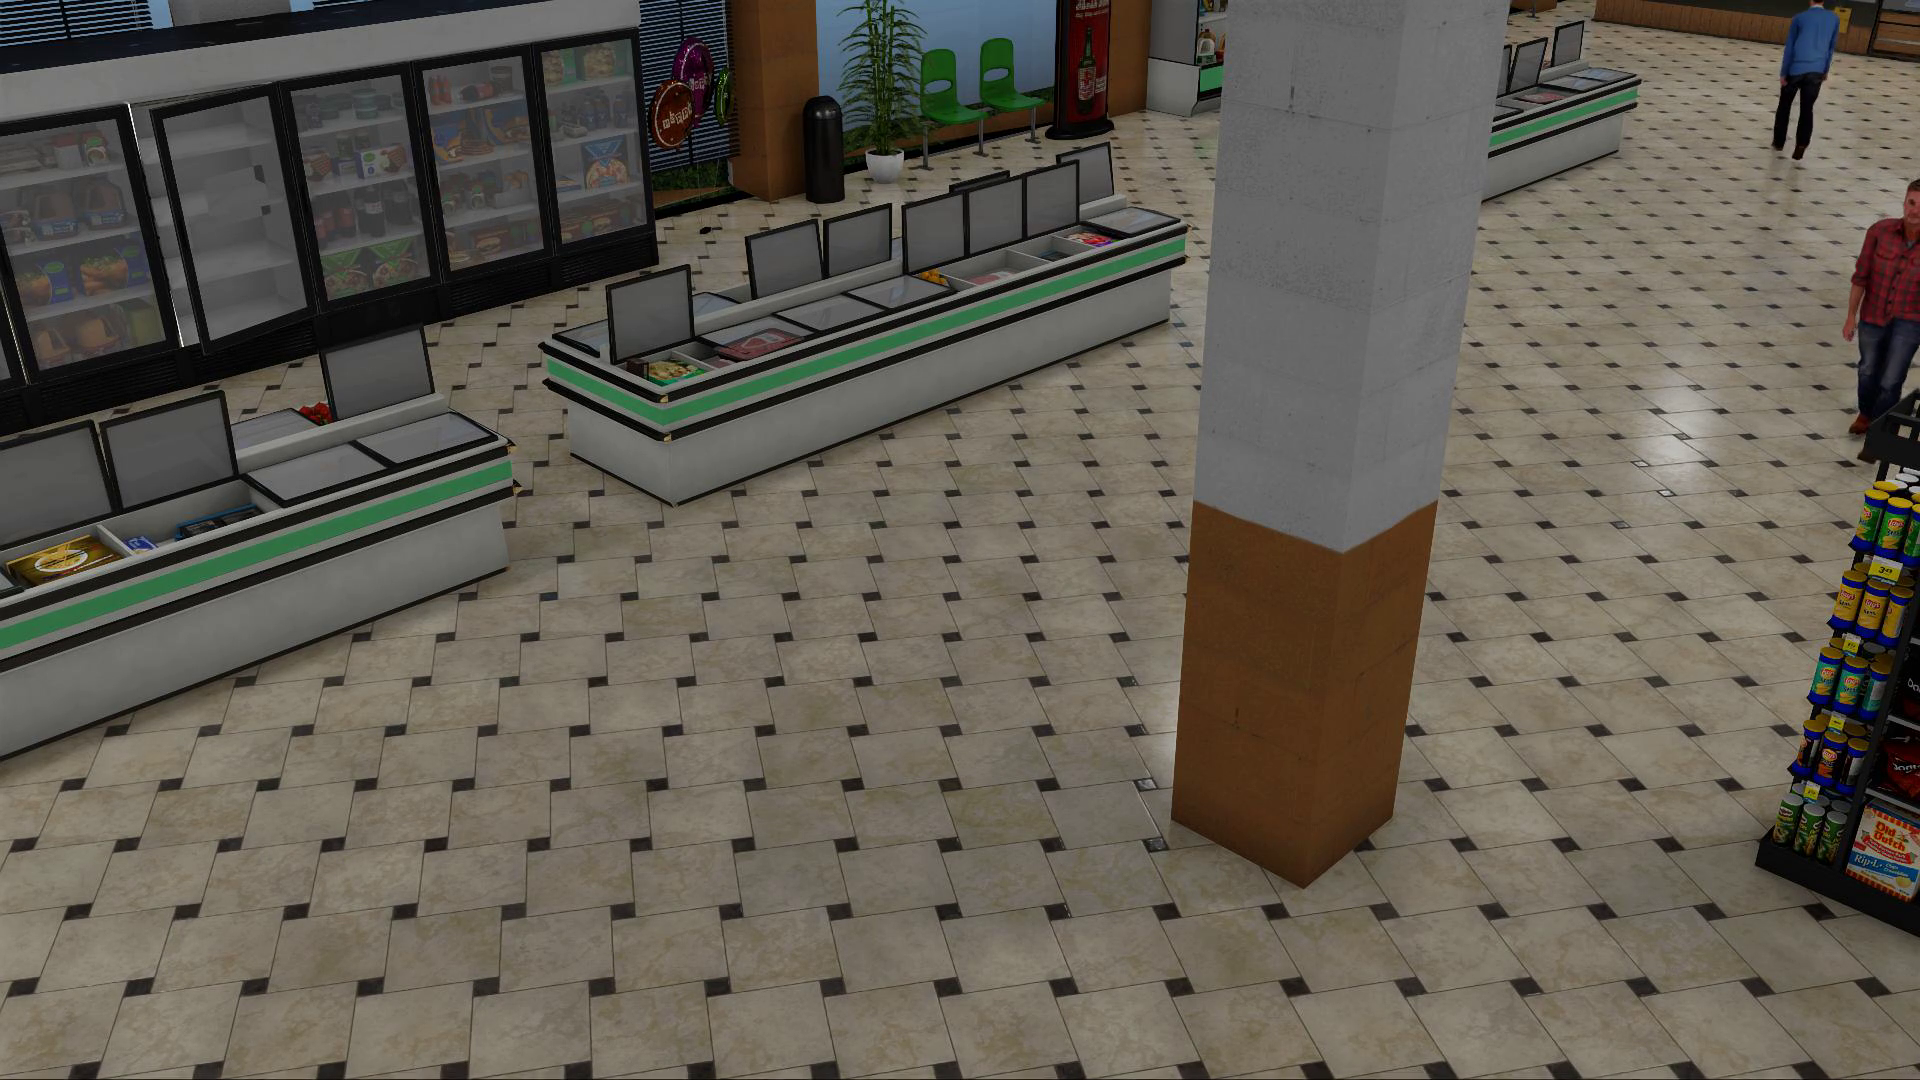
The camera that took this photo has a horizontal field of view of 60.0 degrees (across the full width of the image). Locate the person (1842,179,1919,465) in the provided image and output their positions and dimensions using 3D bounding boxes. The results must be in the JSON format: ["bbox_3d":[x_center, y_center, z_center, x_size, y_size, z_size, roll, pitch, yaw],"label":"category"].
[{"bbox_3d":[5.928,-1.414,10.557,0.747,1.772,1.173,22,34,36],"label":"person"}]

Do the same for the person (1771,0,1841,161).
[{"bbox_3d":[8.866,-4.890,17.397,1.010,1.786,1.241,8,28,15],"label":"person"}]
